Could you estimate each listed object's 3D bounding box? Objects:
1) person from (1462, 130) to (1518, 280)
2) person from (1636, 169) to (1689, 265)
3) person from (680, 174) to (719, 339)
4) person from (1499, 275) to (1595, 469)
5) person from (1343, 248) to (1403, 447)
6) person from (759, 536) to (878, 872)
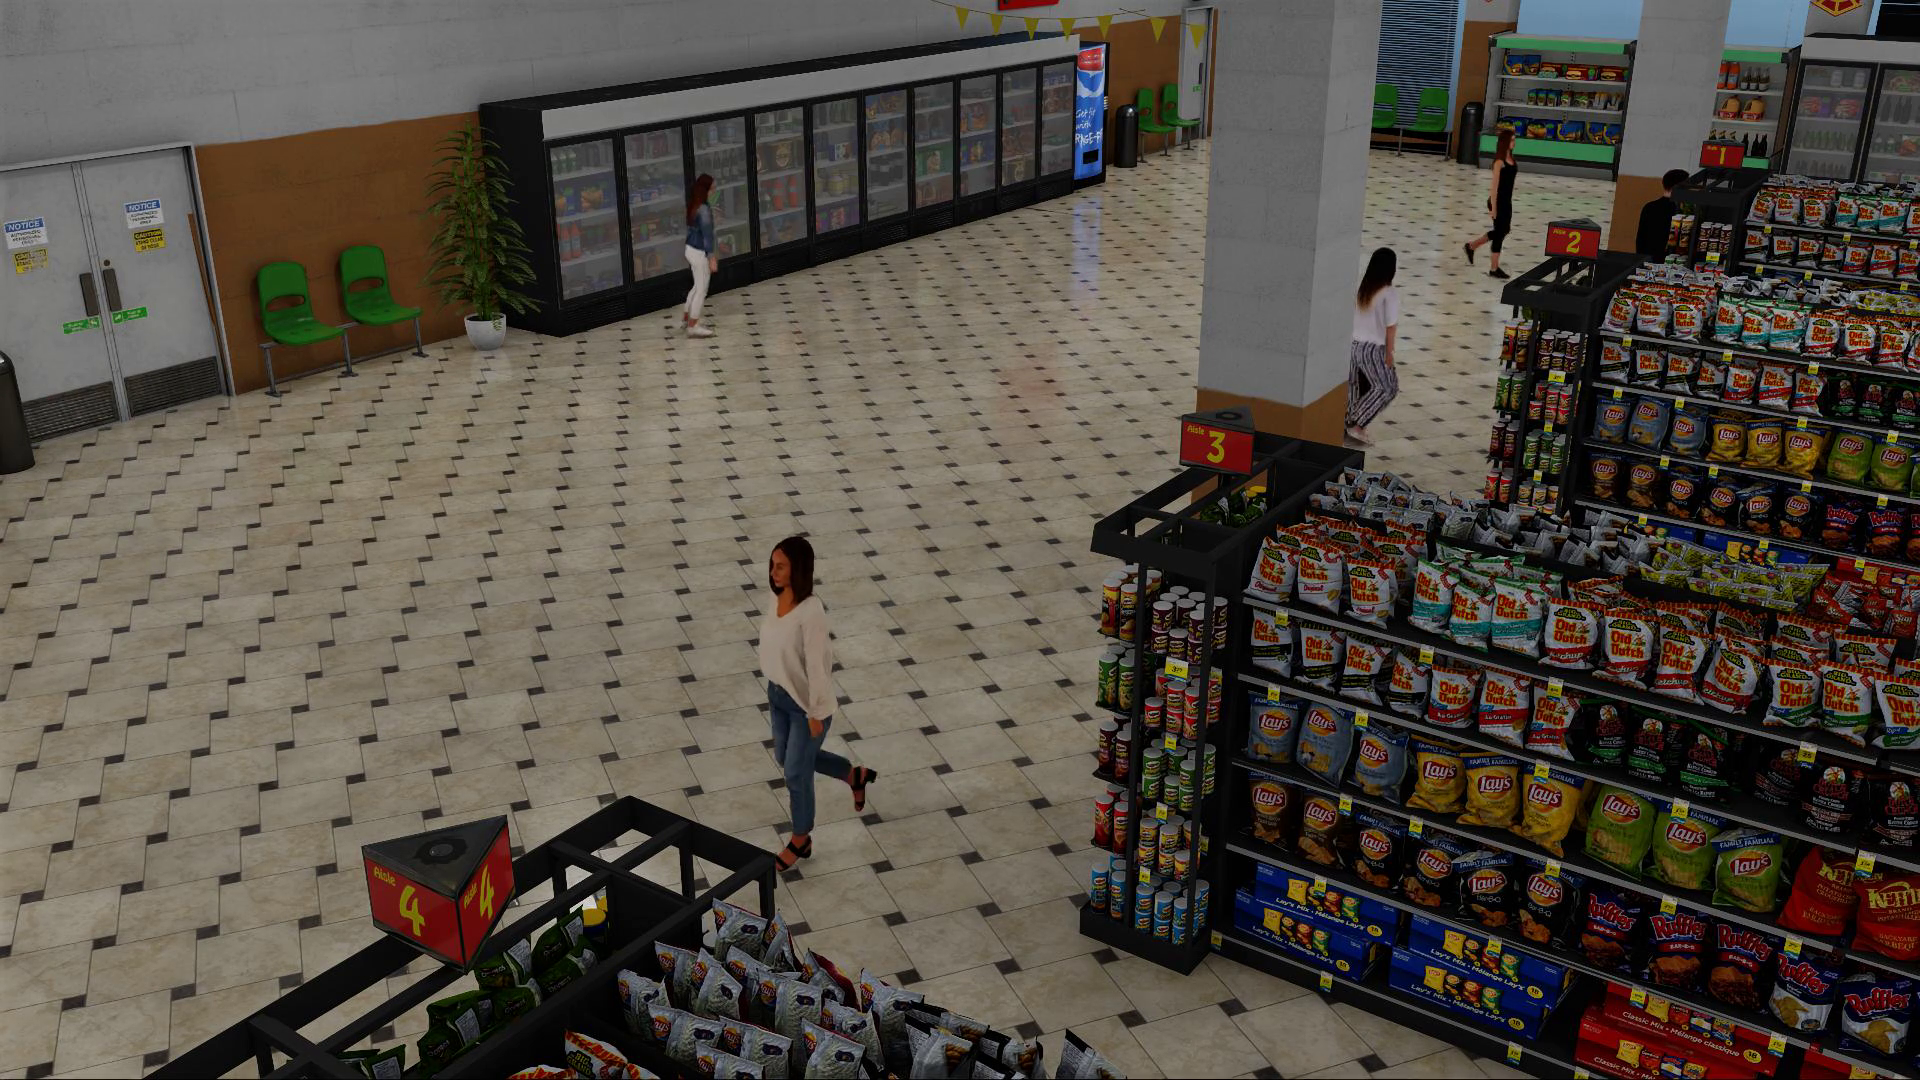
[{"bbox_3d":[6.276,-3.948,19.547,0.914,1.710,0.612,17,28,36],"label":"person"},{"bbox_3d":[6.709,-2.615,15.996,0.849,1.884,0.735,-9,24,-22],"label":"person"},{"bbox_3d":[-2.718,-2.886,16.963,0.896,1.668,0.785,-15,26,-32],"label":"person"},{"bbox_3d":[4.581,-1.180,12.735,1.154,1.653,0.793,7,23,18],"label":"person"},{"bbox_3d":[3.312,-1.549,13.649,0.894,1.656,0.789,-10,24,-24],"label":"person"},{"bbox_3d":[-0.682,0.753,7.914,0.878,1.663,0.918,-14,26,-31],"label":"person"}]
